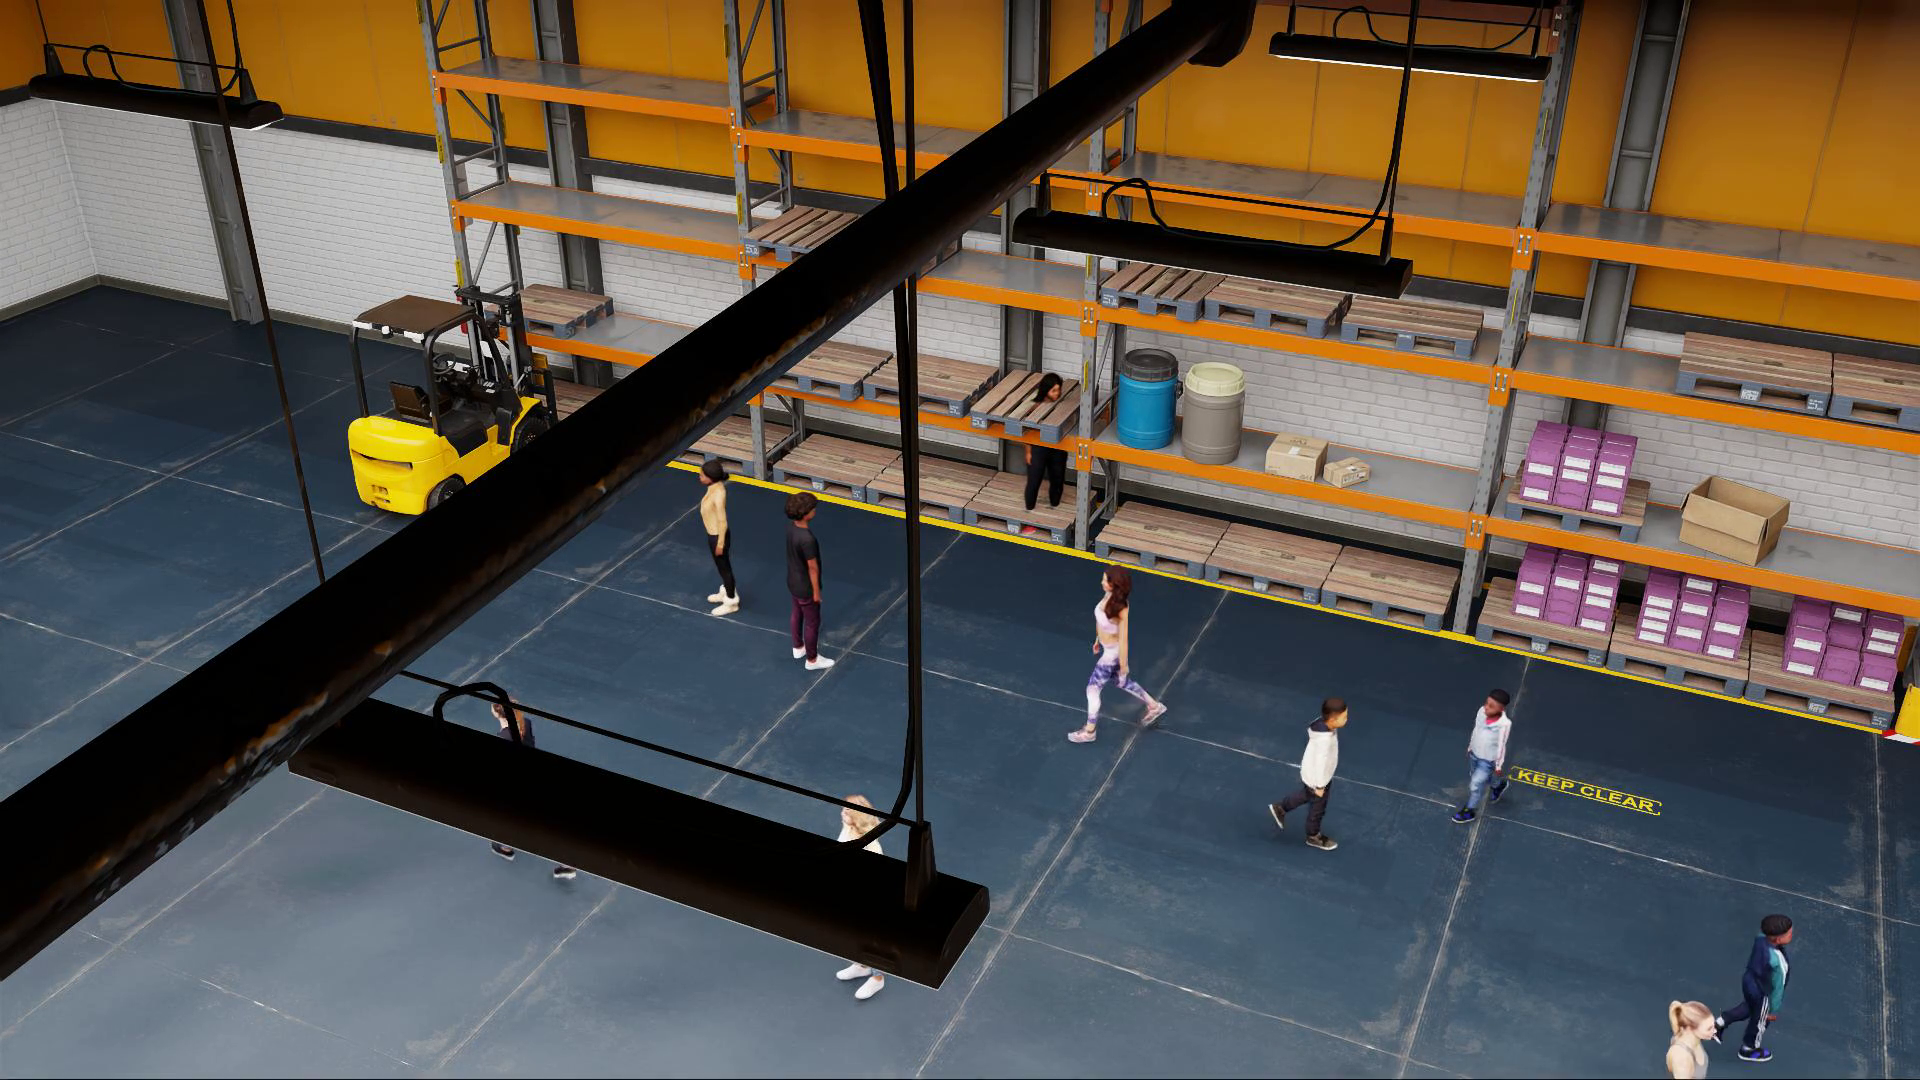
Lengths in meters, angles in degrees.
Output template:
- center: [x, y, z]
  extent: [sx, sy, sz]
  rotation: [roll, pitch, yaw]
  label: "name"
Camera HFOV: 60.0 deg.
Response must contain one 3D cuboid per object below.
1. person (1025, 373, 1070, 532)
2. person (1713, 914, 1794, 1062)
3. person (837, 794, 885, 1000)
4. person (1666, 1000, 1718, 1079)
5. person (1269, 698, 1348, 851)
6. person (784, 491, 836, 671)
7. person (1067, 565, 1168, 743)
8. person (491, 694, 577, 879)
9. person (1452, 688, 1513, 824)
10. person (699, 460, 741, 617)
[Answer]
- center: [0.936, -0.975, 17.950]
  extent: [0.774, 1.813, 0.836]
  rotation: [-9, 30, -17]
  label: "person"
- center: [5.352, 3.019, 11.219]
  extent: [0.760, 1.247, 0.631]
  rotation: [2, 29, 4]
  label: "person"
- center: [-0.679, 2.483, 11.705]
  extent: [0.764, 1.723, 0.649]
  rotation: [-18, 33, -29]
  label: "person"
- center: [4.204, 3.420, 10.021]
  extent: [0.688, 1.691, 0.622]
  rotation: [18, 33, 29]
  label: "person"
- center: [2.779, 1.831, 13.197]
  extent: [0.841, 1.438, 0.686]
  rotation: [6, 29, 11]
  label: "person"
- center: [-1.455, 0.360, 15.532]
  extent: [0.779, 1.784, 0.684]
  rotation: [-16, 32, -27]
  label: "person"
- center: [1.414, 0.983, 14.440]
  extent: [1.204, 1.737, 0.975]
  rotation: [-3, 29, -5]
  label: "person"
- center: [-3.311, 1.925, 12.810]
  extent: [1.164, 1.643, 0.743]
  rotation: [18, 33, 29]
  label: "person"
- center: [4.347, 1.728, 13.587]
  extent: [0.840, 1.245, 0.798]
  rotation: [-12, 31, -21]
  label: "person"
- center: [-2.374, -0.045, 16.405]
  extent: [0.727, 1.659, 0.688]
  rotation: [-7, 29, -12]
  label: "person"
